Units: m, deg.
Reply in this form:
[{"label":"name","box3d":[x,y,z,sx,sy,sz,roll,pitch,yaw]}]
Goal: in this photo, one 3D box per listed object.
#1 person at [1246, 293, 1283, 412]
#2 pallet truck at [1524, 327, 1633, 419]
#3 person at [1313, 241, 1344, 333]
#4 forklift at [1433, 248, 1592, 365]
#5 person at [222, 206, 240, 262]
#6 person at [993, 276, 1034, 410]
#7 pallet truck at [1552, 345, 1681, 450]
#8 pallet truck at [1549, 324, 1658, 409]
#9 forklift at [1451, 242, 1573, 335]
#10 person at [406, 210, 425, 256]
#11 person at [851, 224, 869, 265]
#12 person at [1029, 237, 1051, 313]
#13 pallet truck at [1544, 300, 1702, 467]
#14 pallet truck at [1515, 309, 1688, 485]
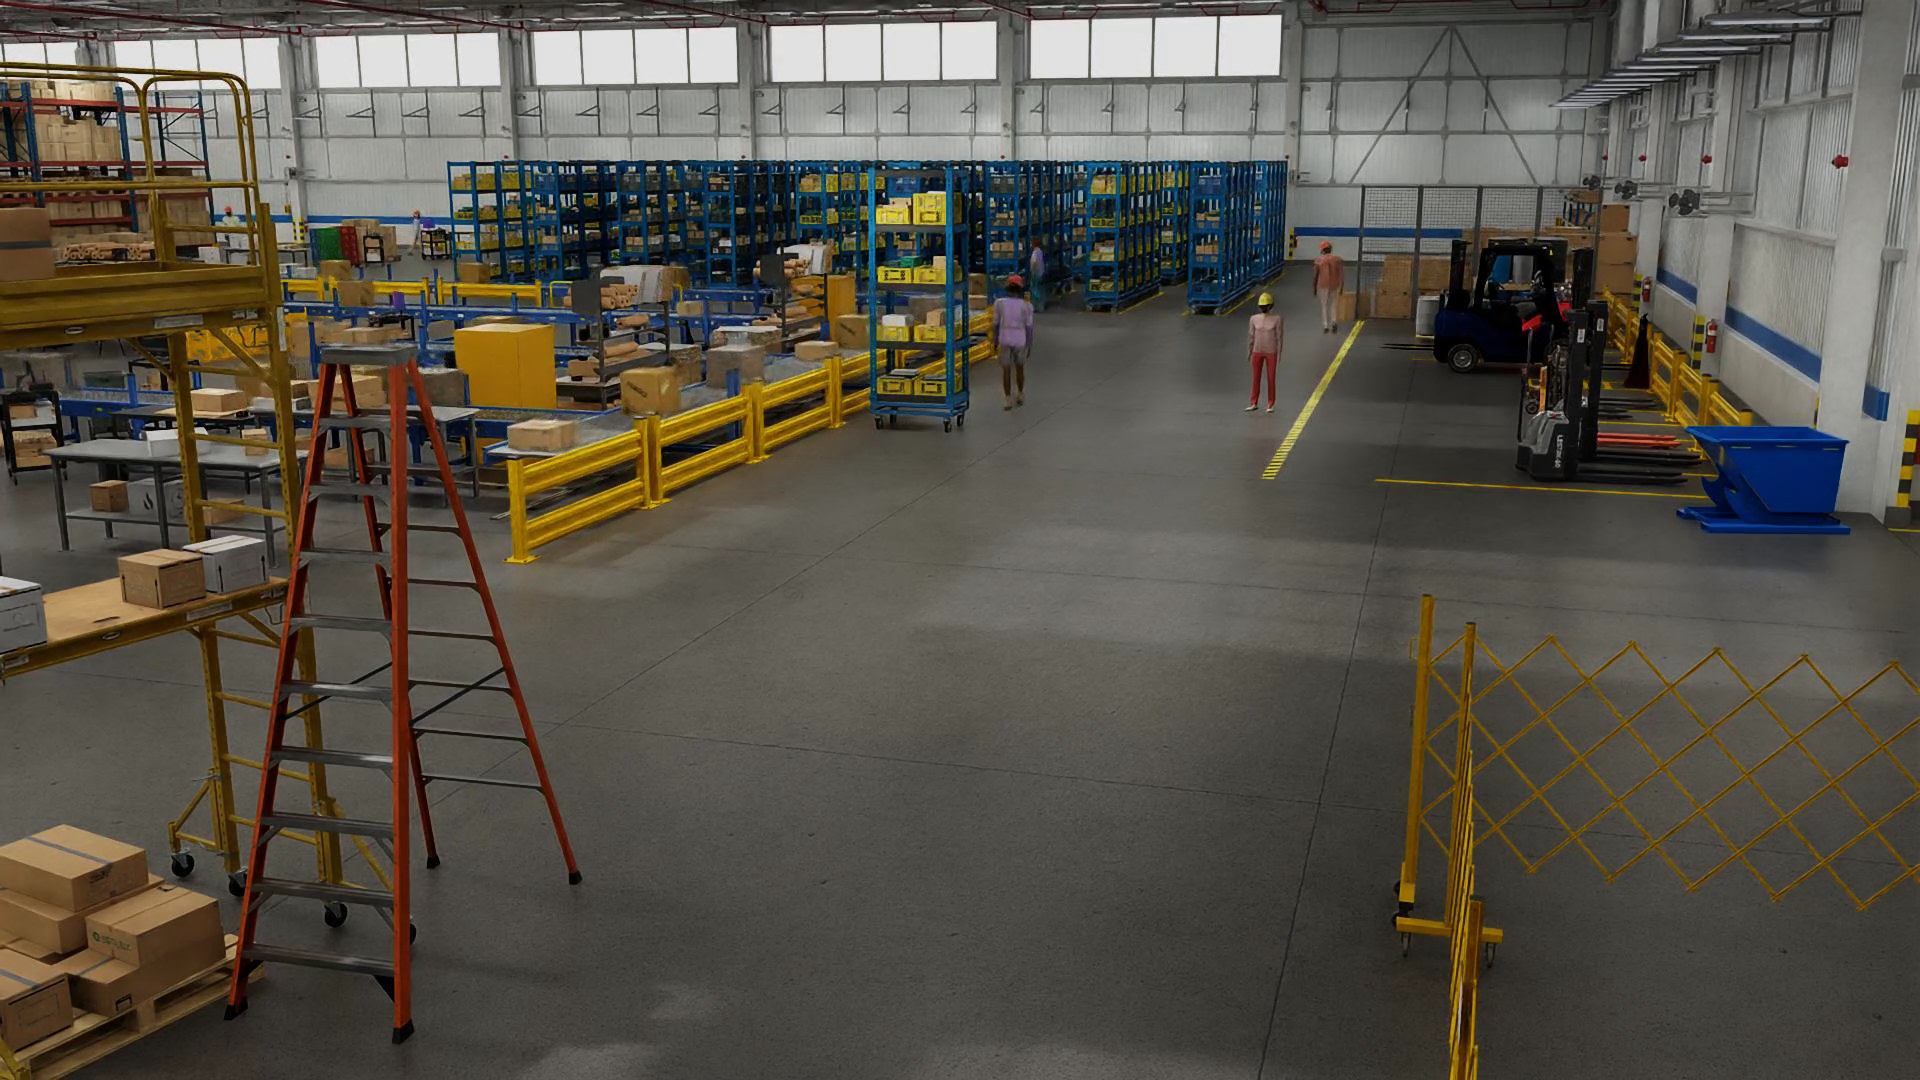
[{"label":"person","box3d":[4.525,-2.780,24.712,0.530,1.767,0.328,7,15,27]},{"label":"pallet truck","box3d":[9.065,-2.460,24.370,1.522,1.261,0.704,3,13,14]},{"label":"person","box3d":[7.942,-5.459,35.892,0.627,1.943,0.675,2,13,8]},{"label":"forklift","box3d":[9.780,-4.111,29.280,2.680,1.987,1.157,3,13,14]},{"label":"person","box3d":[-26.229,-11.036,59.925,0.627,1.972,0.678,-3,13,-14]},{"label":"person","box3d":[0.805,-2.991,25.144,0.619,1.980,1.071,1,13,4]},{"label":"pallet truck","box3d":[8.641,-1.896,21.908,1.630,1.274,0.653,4,14,16]},{"label":"pallet truck","box3d":[9.824,-2.669,25.407,1.601,1.201,0.680,4,14,16]},{"label":"forklift","box3d":[10.464,-4.597,31.405,2.680,1.987,1.157,4,14,16]},{"label":"person","box3d":[-20.536,-11.576,62.808,0.836,1.723,0.570,-5,14,-19]},{"label":"person","box3d":[-2.989,-8.563,49.568,0.591,1.825,0.404,-4,13,-15]},{"label":"person","box3d":[1.889,-6.361,40.044,0.562,1.831,0.563,3,13,15]},{"label":"pallet truck","box3d":[8.263,-1.952,20.631,1.885,1.965,0.823,5,14,20]},{"label":"pallet truck","box3d":[7.554,-1.677,19.446,1.885,1.965,0.823,3,13,14]}]
